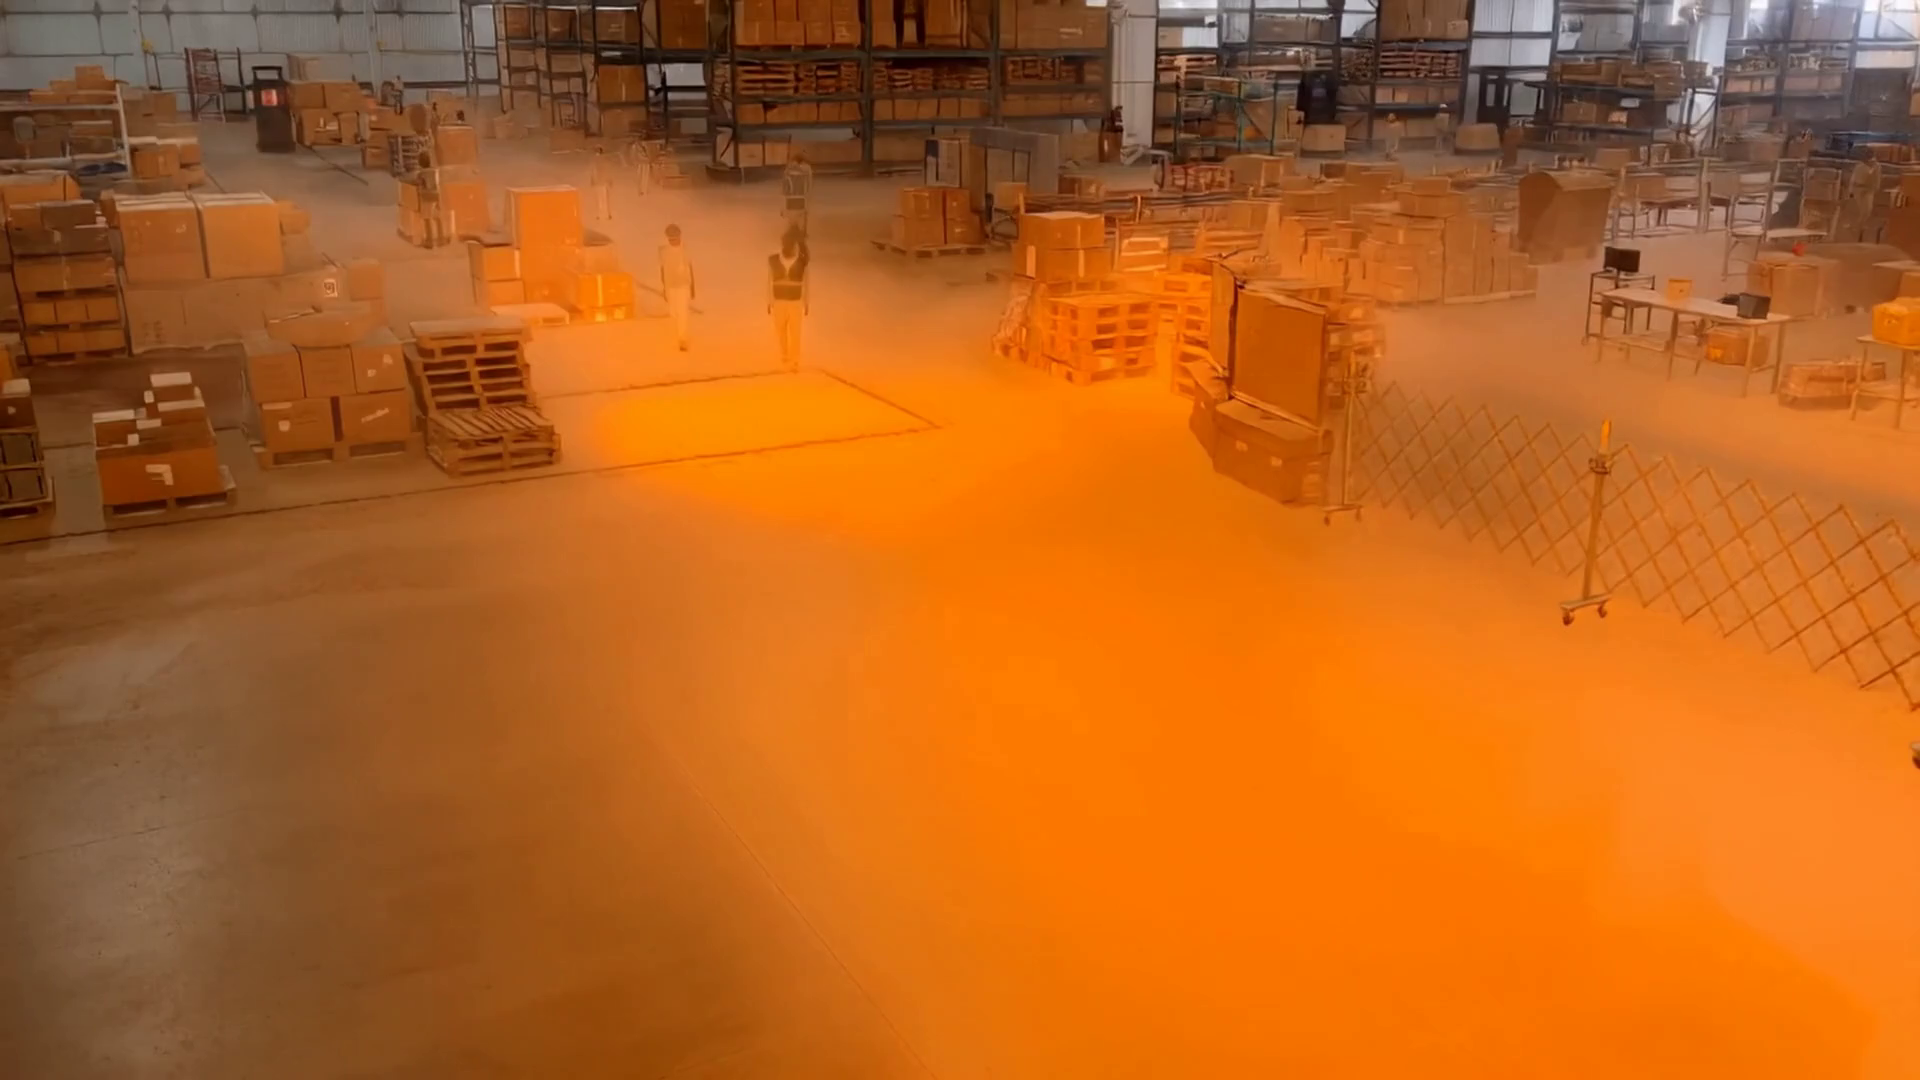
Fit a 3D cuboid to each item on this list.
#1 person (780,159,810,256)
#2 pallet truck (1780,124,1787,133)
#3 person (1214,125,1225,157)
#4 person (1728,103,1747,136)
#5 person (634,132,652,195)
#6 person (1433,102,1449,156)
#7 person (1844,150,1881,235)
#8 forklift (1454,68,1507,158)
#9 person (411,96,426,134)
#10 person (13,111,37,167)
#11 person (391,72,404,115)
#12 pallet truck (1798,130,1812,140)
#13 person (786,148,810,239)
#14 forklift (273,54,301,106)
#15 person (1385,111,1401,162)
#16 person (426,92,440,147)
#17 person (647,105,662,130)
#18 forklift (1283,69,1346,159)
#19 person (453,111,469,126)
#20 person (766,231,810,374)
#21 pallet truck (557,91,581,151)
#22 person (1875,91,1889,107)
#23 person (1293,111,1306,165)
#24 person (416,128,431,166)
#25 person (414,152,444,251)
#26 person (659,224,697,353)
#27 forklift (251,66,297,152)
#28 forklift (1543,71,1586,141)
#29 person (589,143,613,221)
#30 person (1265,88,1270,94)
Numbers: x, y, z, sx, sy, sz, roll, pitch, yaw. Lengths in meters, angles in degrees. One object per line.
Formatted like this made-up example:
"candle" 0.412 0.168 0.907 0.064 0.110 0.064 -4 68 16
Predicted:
"person" -3.262 -6.582 32.975 0.557 1.885 1.045 -12 21 -33
"pallet truck" 25.206 -12.542 52.601 1.601 1.201 0.680 0 18 -2
"person" 7.273 -10.984 47.139 0.816 1.597 0.500 -13 22 -35
"person" 25.638 -13.553 54.940 0.779 1.735 0.538 -17 24 -42
"person" -8.327 -9.888 43.666 0.314 1.637 0.514 10 20 28
"person" 15.943 -13.583 54.996 0.517 1.757 0.529 -12 21 -32
"person" 19.730 -7.619 36.333 0.602 1.806 0.839 1 18 2
"forklift" 17.336 -14.011 54.515 1.873 2.768 1.129 -9 20 -26
"person" -17.786 -13.570 54.593 0.522 1.973 0.635 11 21 32
"person" -27.838 -11.912 49.524 0.836 1.911 0.660 15 23 39
"person" -25.659 -20.352 75.861 0.560 1.915 0.849 -1 18 -2
"pallet truck" 25.526 -11.556 49.408 1.630 1.274 0.653 -9 20 -26
"person" -3.474 -7.440 35.601 0.548 1.912 0.803 -6 19 -18
"forklift" -28.179 -19.172 70.605 1.873 2.768 1.129 -9 20 -26
"person" 12.483 -11.373 47.857 0.727 1.918 0.548 -9 20 -25
"person" -18.545 -14.824 58.618 0.390 1.912 0.589 -13 22 -35
"person" -11.501 -15.974 62.324 0.586 1.832 0.623 -7 19 -20
"forklift" 11.615 -13.871 54.079 1.129 2.768 1.873 -9 20 -27
"person" -15.359 -12.389 51.393 0.539 1.677 0.502 -14 22 -36
"person" -2.320 -3.247 22.531 0.597 1.904 0.691 -1 18 -3
"pallet truck" -13.495 -14.412 57.188 0.823 1.965 1.885 -3 18 -9
"person" 31.638 -14.404 57.184 0.472 1.976 0.632 8 19 23
"person" 10.620 -12.560 52.000 0.280 1.634 0.498 16 24 41
"person" -14.699 -10.497 45.634 0.790 1.588 0.533 5 18 15
"person" -10.768 -6.860 33.708 0.380 1.958 0.603 13 22 35
"person" -4.055 -3.637 23.916 0.486 1.813 1.025 0 18 -1
"forklift" -23.496 -14.721 56.728 1.129 2.768 1.873 -9 20 -26
"forklift" 18.685 -13.231 52.085 1.873 2.768 1.129 -9 20 -26
"person" -8.278 -8.257 38.372 0.522 1.769 0.311 -7 19 -22
"person" 12.121 -17.005 65.757 0.540 1.695 0.317 -15 23 -38
